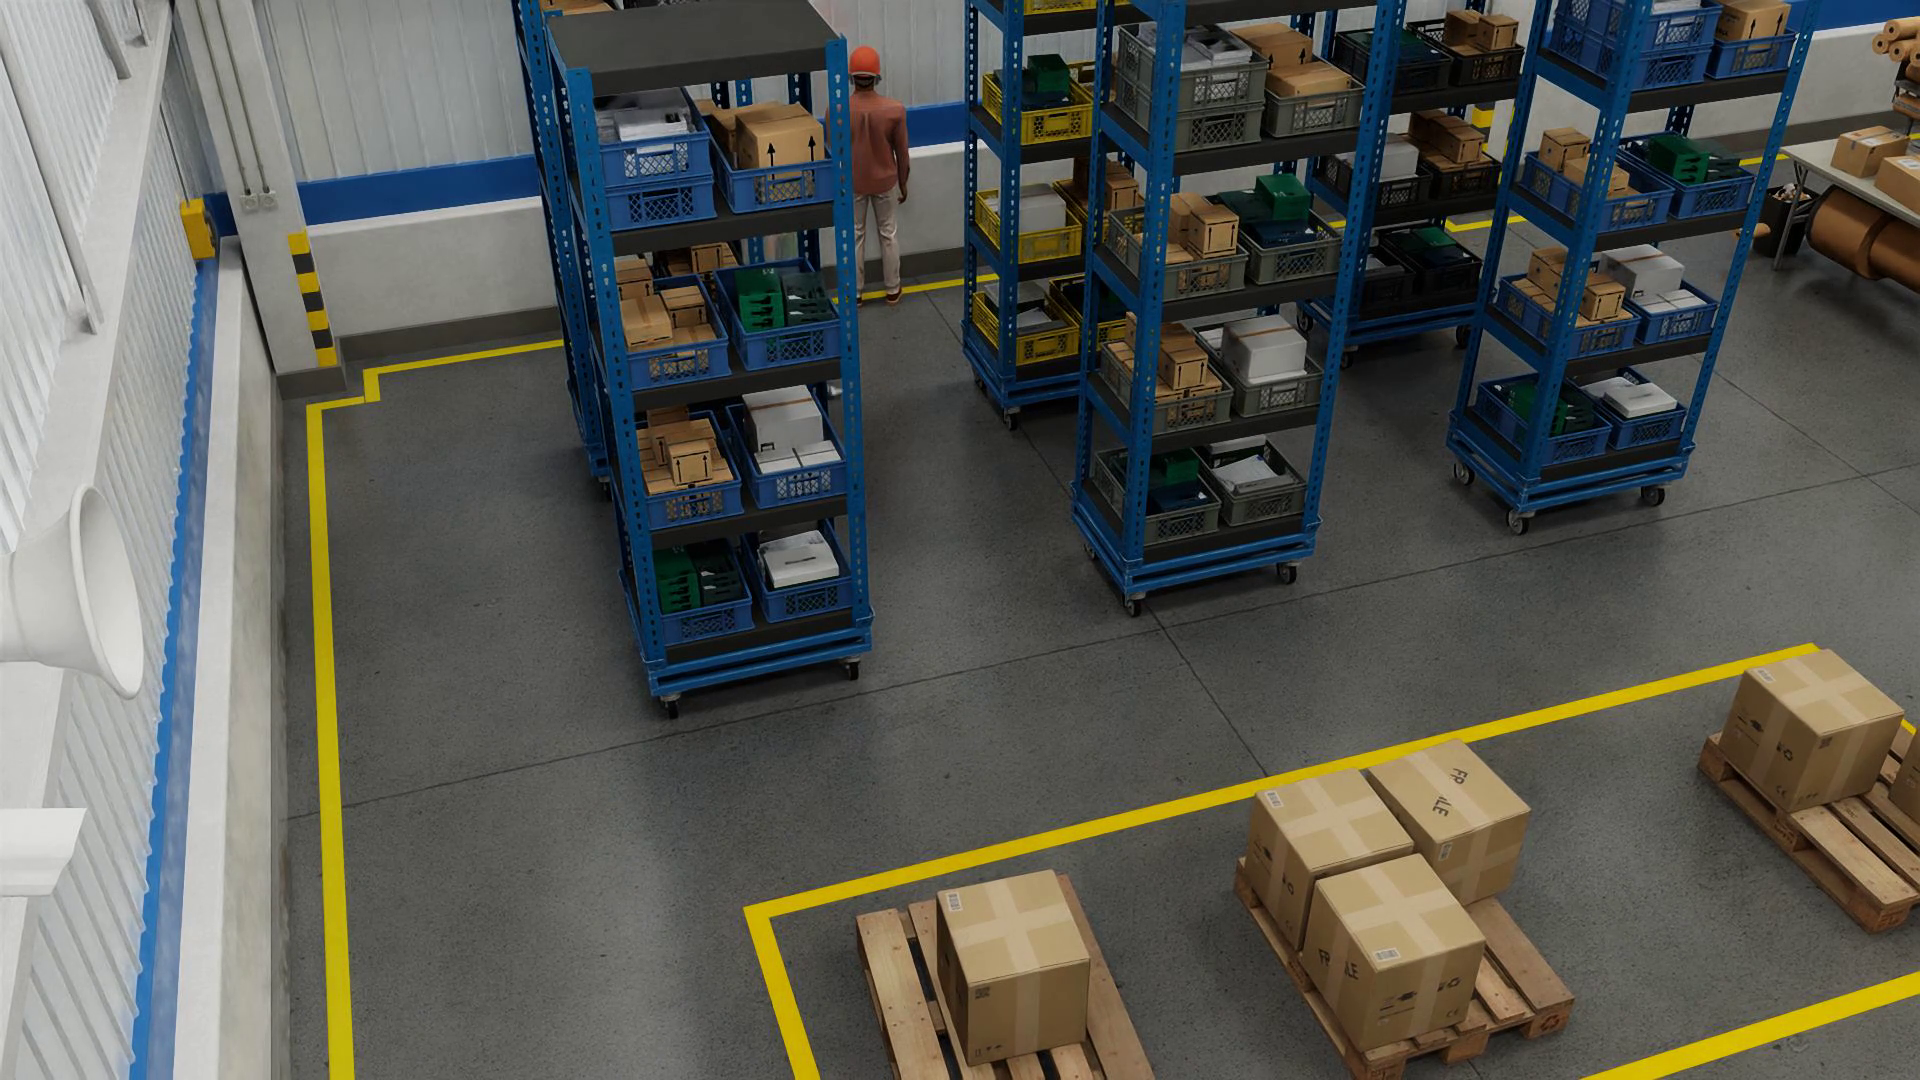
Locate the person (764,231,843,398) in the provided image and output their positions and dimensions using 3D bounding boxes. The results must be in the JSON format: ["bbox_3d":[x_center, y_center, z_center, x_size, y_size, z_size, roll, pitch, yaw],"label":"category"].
[{"bbox_3d":[-1.093,-1.701,11.288,0.666,1.603,0.552,-14,38,-19],"label":"person"}]

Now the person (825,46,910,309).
[{"bbox_3d":[-0.676,-2.665,12.327,0.611,1.995,0.381,-4,35,-6],"label":"person"}]
